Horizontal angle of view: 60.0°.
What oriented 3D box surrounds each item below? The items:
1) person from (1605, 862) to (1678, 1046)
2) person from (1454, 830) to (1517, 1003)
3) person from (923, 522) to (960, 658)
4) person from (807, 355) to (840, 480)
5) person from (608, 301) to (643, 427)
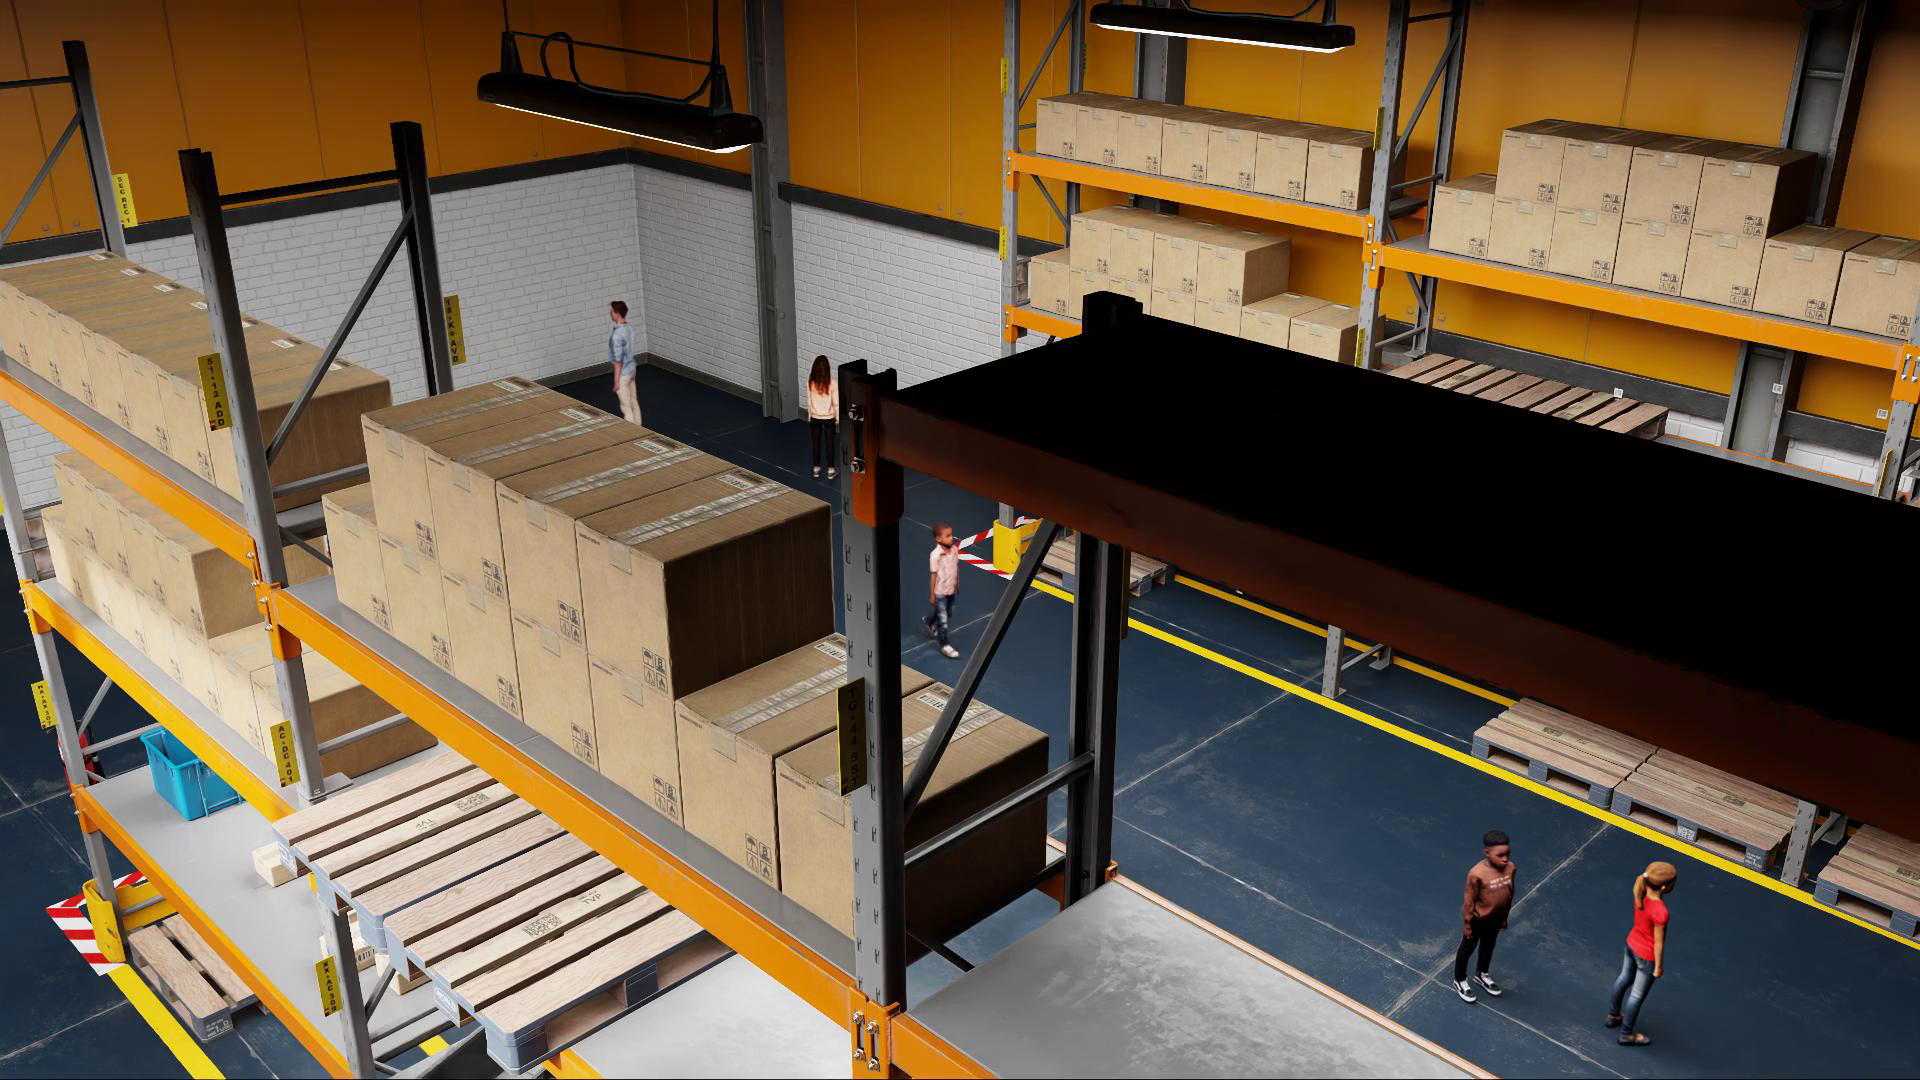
[{"bbox_3d":[4.304,2.590,10.496,0.615,1.306,0.546,-2,24,-5],"label":"person"},{"bbox_3d":[3.444,2.439,10.908,0.580,1.252,0.589,-8,25,-17],"label":"person"},{"bbox_3d":[-0.191,0.428,15.451,0.505,1.299,0.768,-20,31,-38],"label":"person"},{"bbox_3d":[-1.612,-1.454,19.525,0.601,1.484,0.698,5,24,11],"label":"person"},{"bbox_3d":[-4.108,-2.034,20.399,0.753,1.848,0.734,4,24,9],"label":"person"}]
